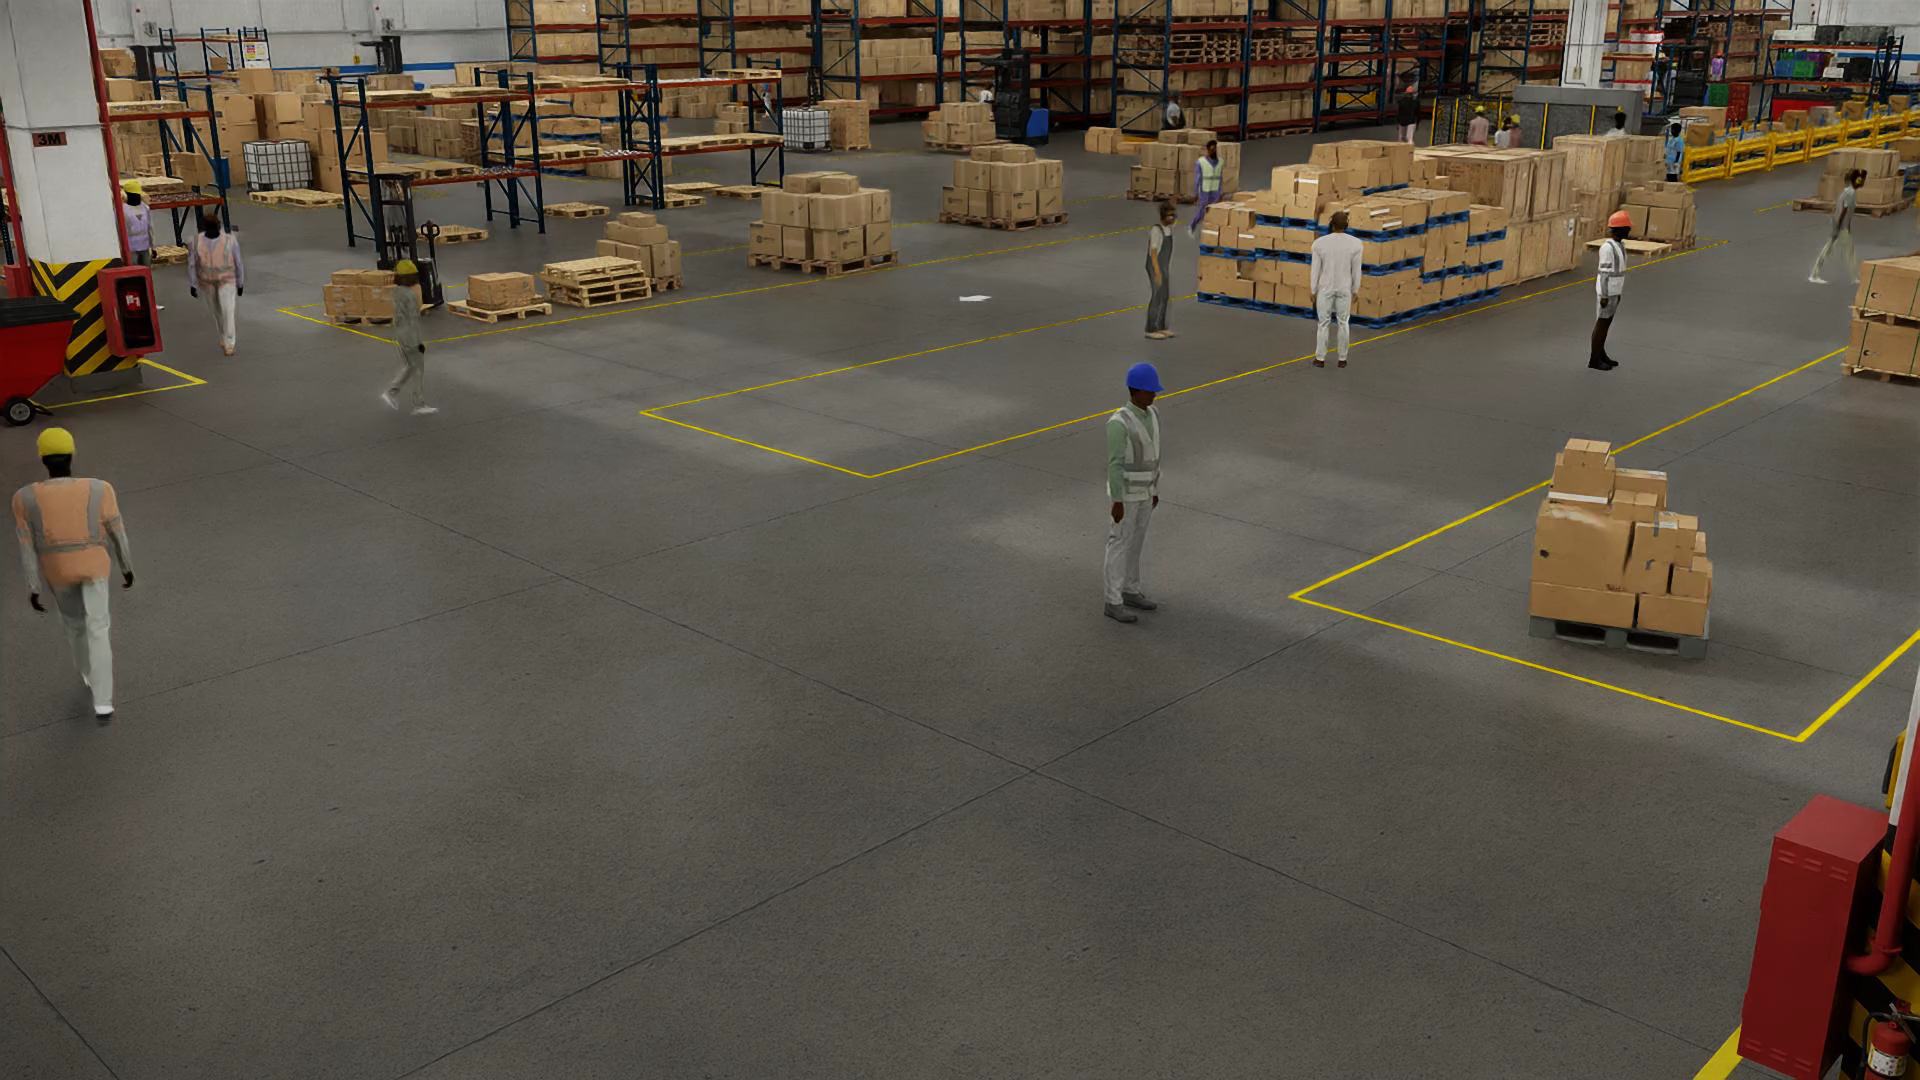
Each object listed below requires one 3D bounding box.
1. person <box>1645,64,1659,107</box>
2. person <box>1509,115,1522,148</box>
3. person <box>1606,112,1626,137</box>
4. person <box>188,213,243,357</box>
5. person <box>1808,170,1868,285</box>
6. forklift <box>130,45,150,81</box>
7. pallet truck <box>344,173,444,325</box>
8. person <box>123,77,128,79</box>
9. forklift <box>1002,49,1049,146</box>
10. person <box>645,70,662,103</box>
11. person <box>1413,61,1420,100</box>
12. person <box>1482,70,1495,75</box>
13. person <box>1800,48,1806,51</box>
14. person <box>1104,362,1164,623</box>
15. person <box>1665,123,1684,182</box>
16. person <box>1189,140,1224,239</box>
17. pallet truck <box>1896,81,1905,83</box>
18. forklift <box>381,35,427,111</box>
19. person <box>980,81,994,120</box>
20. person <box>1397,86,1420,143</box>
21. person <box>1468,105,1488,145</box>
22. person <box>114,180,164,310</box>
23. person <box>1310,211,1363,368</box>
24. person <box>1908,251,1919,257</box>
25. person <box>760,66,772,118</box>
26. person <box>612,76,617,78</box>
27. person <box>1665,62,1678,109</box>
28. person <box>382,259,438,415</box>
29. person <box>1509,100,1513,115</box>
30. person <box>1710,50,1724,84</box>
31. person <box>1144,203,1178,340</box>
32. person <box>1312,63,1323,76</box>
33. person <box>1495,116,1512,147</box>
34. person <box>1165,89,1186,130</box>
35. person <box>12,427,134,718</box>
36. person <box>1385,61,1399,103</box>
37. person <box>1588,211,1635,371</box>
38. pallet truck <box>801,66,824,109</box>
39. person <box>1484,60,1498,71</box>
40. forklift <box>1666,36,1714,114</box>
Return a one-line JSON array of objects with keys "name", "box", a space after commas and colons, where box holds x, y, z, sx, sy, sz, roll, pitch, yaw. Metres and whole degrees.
[{"name": "person", "box": [27.543, -18.106, 66.228, 0.530, 1.666, 0.817, 11, 21, 30]}, {"name": "person", "box": [12.769, -8.939, 38.490, 0.528, 1.752, 0.520, -3, 19, -10]}, {"name": "person", "box": [14.494, -8.524, 36.939, 0.620, 1.938, 0.833, -15, 24, -38]}, {"name": "person", "box": [-9.589, -3.323, 21.492, 0.624, 1.803, 0.946, -3, 19, -10]}, {"name": "person", "box": [14.069, -4.938, 26.334, 1.019, 1.807, 0.541, 5, 19, 14]}, {"name": "forklift", "box": [-25.517, -14.043, 52.092, 1.873, 2.768, 1.129, -9, 20, -25]}, {"name": "pallet truck", "box": [-8.209, -4.181, 23.757, 0.823, 1.965, 1.885, 3, 19, 9]}, {"name": "person", "box": [-26.023, -13.515, 52.054, 1.020, 1.884, 0.655, -1, 18, -4]}, {"name": "forklift", "box": [1.678, -13.089, 49.216, 1.129, 2.768, 1.873, 17, 25, 41]}, {"name": "person", "box": [-10.389, -14.997, 56.492, 0.588, 1.909, 0.387, 2, 18, 6]}, {"name": "person", "box": [18.949, -19.059, 69.153, 0.279, 1.633, 0.499, 8, 20, 22]}, {"name": "person", "box": [22.666, -19.847, 71.429, 0.534, 1.697, 0.318, 6, 19, 17]}, {"name": "person", "box": [41.962, -23.660, 82.833, 0.555, 1.743, 0.601, -1, 18, -2]}, {"name": "person", "box": [1.300, -0.365, 12.337, 0.405, 1.946, 0.610, 12, 22, 33]}, {"name": "person", "box": [15.858, -8.419, 37.008, 0.317, 1.691, 0.535, -1, 18, -3]}, {"name": "person", "box": [4.563, -6.429, 30.691, 0.594, 1.903, 0.651, -9, 20, -25]}, {"name": "pallet truck", "box": [34.802, -16.331, 61.455, 0.653, 1.274, 1.630, 17, 25, 41]}, {"name": "forklift", "box": [-21.396, -17.657, 62.978, 1.129, 2.768, 1.873, 17, 25, 41]}, {"name": "person", "box": [0.757, -13.054, 50.731, 0.878, 1.856, 0.586, -14, 23, -37]}, {"name": "person", "box": [12.430, -11.572, 46.110, 0.632, 1.957, 0.987, 3, 19, 9]}, {"name": "person", "box": [12.962, -9.968, 41.588, 0.529, 1.749, 0.641, -4, 19, -13]}, {"name": "person", "box": [-11.902, -4.248, 24.103, 0.429, 1.913, 0.600, 8, 20, 23]}, {"name": "person", "box": [4.630, -3.092, 20.571, 0.630, 1.940, 0.373, 1, 18, 4]}, {"name": "person", "box": [15.215, -4.928, 26.149, 0.814, 1.912, 0.548, 9, 21, 26]}, {"name": "person", "box": [-7.066, -16.336, 60.623, 0.429, 1.843, 0.631, 2, 19, 7]}, {"name": "person", "box": [-11.865, -15.269, 57.743, 0.320, 1.628, 0.509, -13, 22, -34]}, {"name": "person", "box": [27.559, -17.508, 64.202, 0.618, 1.801, 0.760, 17, 25, 41]}, {"name": "person", "box": [-6.078, -2.209, 18.243, 0.470, 1.729, 0.486, -14, 23, -36]}, {"name": "person", "box": [16.822, -12.727, 50.100, 0.633, 1.611, 0.505, -12, 22, -33]}, {"name": "person", "box": [33.217, -20.493, 73.013, 0.542, 1.928, 0.374, -1, 18, -4]}, {"name": "person", "box": [2.696, -3.594, 22.258, 0.394, 1.824, 0.534, 10, 21, 28]}, {"name": "person", "box": [15.673, -20.395, 72.877, 0.414, 1.822, 0.615, -15, 24, -38]}, {"name": "person", "box": [12.003, -8.425, 36.777, 0.540, 1.854, 0.391, -15, 24, -39]}, {"name": "person", "box": [5.603, -10.854, 43.796, 0.680, 2.000, 0.697, 1, 18, 3]}, {"name": "person", "box": [-5.717, 0.190, 10.790, 0.610, 1.878, 1.007, -9, 20, -24]}, {"name": "person", "box": [16.313, -17.242, 63.281, 0.756, 1.880, 0.461, 7, 20, 19]}, {"name": "person", "box": [8.037, -3.074, 20.513, 0.352, 1.940, 0.551, 13, 23, 35]}, {"name": "pallet truck", "box": [-4.812, -15.182, 56.903, 0.823, 1.965, 1.885, -9, 21, -26]}, {"name": "person", "box": [22.908, -20.151, 71.820, 0.606, 2.035, 0.400, 7, 20, 20]}, {"name": "forklift", "box": [27.341, -17.291, 61.877, 1.129, 2.768, 1.873, 17, 25, 41]}]
